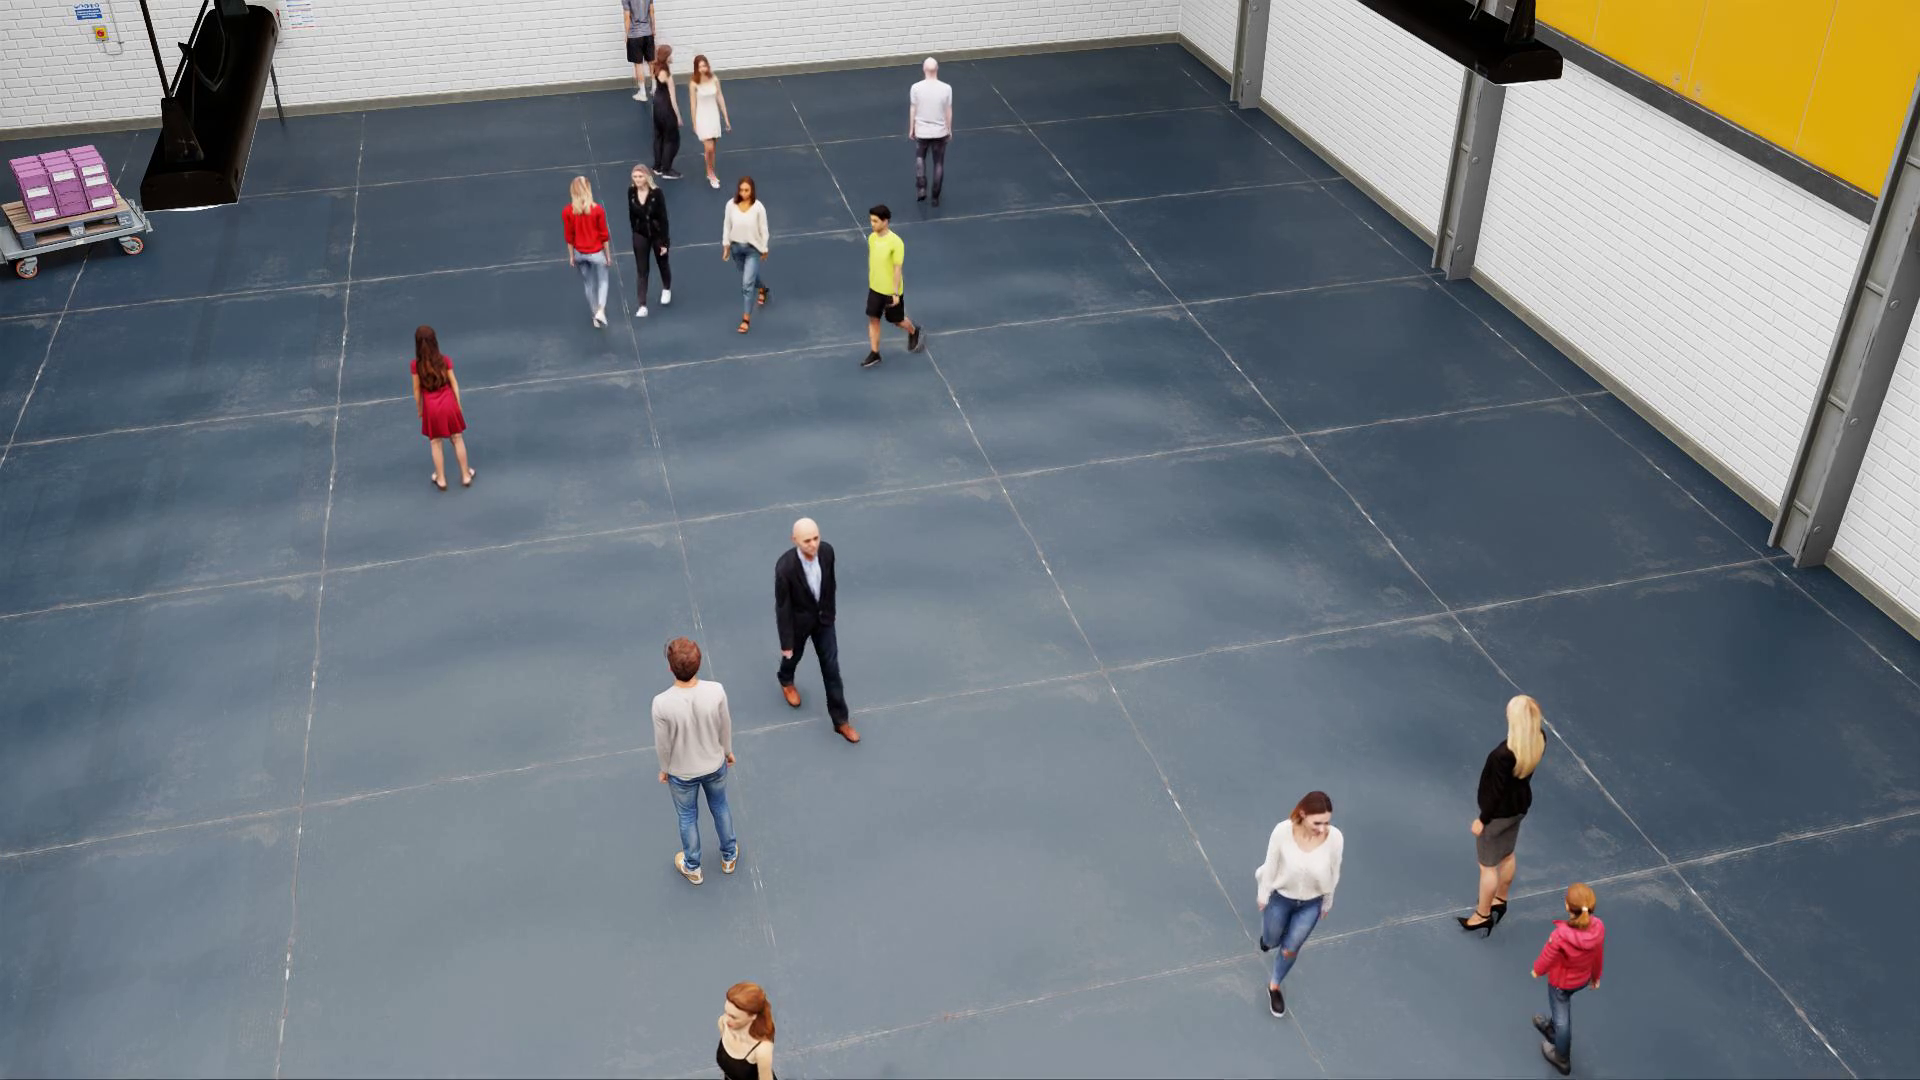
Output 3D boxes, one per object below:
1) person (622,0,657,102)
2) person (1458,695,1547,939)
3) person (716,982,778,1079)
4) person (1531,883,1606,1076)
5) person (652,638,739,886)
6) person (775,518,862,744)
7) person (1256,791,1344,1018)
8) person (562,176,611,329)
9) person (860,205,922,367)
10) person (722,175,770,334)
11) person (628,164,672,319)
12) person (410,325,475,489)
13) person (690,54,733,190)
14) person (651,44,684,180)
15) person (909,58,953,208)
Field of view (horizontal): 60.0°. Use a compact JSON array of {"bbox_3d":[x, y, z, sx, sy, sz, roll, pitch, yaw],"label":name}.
[{"bbox_3d":[-4.537,-7.199,23.650,0.735,1.871,0.711,-25,41,-32],"label":"person"},{"bbox_3d":[3.358,1.706,10.279,0.694,1.841,0.692,-26,42,-34],"label":"person"},{"bbox_3d":[-1.007,2.881,8.735,1.074,1.594,1.013,27,42,34],"label":"person"},{"bbox_3d":[3.517,2.555,9.493,0.561,1.297,0.659,-9,35,-14],"label":"person"},{"bbox_3d":[-1.684,1.422,10.648,0.683,1.906,0.619,-13,36,-19],"label":"person"},{"bbox_3d":[-1.151,0.563,12.079,0.956,1.753,1.286,-19,38,-26],"label":"person"},{"bbox_3d":[1.987,2.075,9.876,0.798,1.673,0.939,5,34,7],"label":"person"},{"bbox_3d":[-3.890,-2.957,17.429,0.690,1.693,0.847,-4,34,-6],"label":"person"},{"bbox_3d":[-0.697,-2.603,16.904,1.038,1.684,1.052,23,40,30],"label":"person"},{"bbox_3d":[-2.232,-3.106,17.700,0.995,1.641,1.169,12,35,17],"label":"person"},{"bbox_3d":[-3.291,-3.281,17.960,0.881,1.645,1.171,2,34,3],"label":"person"},{"bbox_3d":[-4.668,-1.198,14.912,0.547,1.550,0.601,-10,35,-15],"label":"person"},{"bbox_3d":[-3.225,-5.320,20.989,0.714,1.687,0.816,-23,40,-30],"label":"person"},{"bbox_3d":[-3.832,-5.477,21.190,0.659,1.725,0.858,23,40,31],"label":"person"},{"bbox_3d":[-0.360,-4.929,20.279,0.773,1.822,0.798,1,34,1],"label":"person"}]
